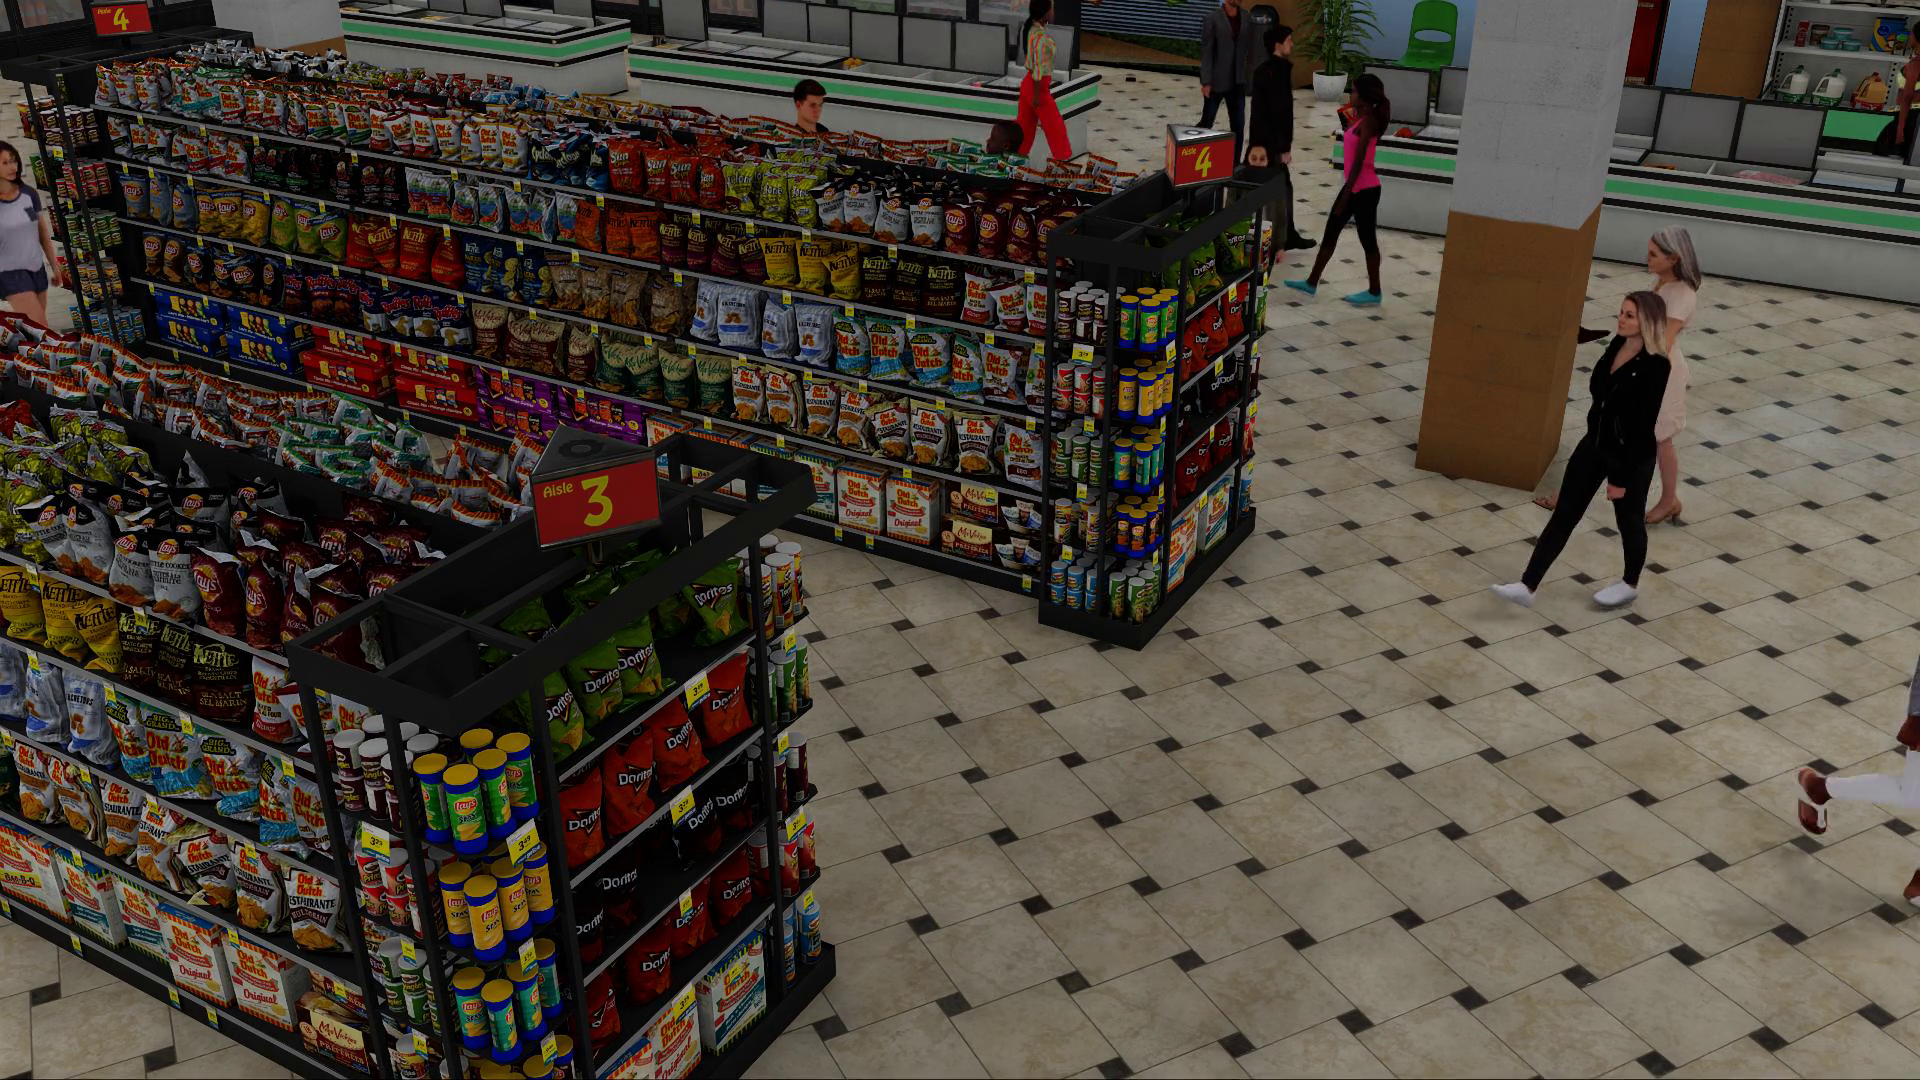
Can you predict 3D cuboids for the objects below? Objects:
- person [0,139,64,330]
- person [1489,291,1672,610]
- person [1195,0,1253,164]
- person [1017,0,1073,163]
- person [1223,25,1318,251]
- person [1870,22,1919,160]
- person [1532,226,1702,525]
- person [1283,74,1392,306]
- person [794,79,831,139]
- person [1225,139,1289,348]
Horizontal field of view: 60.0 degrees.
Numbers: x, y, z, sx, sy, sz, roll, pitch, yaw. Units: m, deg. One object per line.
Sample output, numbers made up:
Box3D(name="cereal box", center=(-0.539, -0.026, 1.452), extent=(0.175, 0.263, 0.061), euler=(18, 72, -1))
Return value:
Box3D(name="person", center=(-6.005, -1.702, 10.576), extent=(1.041, 1.667, 0.666), euler=(14, 30, 25))
Box3D(name="person", center=(3.239, -0.381, 7.992), extent=(1.129, 1.649, 1.106), euler=(-9, 28, -16))
Box3D(name="person", center=(2.393, -4.239, 15.388), extent=(1.159, 1.839, 1.286), euler=(-10, 28, -18))
Box3D(name="person", center=(0.587, -3.908, 14.833), extent=(1.080, 1.752, 1.038), euler=(-8, 28, -15))
Box3D(name="person", center=(2.367, -3.133, 13.253), extent=(1.302, 1.799, 1.090), euler=(1, 27, 1))
Box3D(name="person", center=(8.002, -3.426, 13.902), extent=(0.764, 1.734, 0.873), euler=(-14, 30, -25))
Box3D(name="person", center=(3.753, -0.801, 8.763), extent=(1.109, 1.699, 0.884), euler=(3, 27, 6))
Box3D(name="person", center=(3.018, -2.523, 12.164), extent=(1.043, 1.696, 0.831), euler=(3, 27, 6))
Box3D(name="person", center=(-1.038, -2.213, 11.370), extent=(0.625, 1.861, 0.705), euler=(11, 29, 20))
Box3D(name="person", center=(2.034, -2.031, 11.477), extent=(0.968, 1.439, 0.893), euler=(2, 27, 4))
